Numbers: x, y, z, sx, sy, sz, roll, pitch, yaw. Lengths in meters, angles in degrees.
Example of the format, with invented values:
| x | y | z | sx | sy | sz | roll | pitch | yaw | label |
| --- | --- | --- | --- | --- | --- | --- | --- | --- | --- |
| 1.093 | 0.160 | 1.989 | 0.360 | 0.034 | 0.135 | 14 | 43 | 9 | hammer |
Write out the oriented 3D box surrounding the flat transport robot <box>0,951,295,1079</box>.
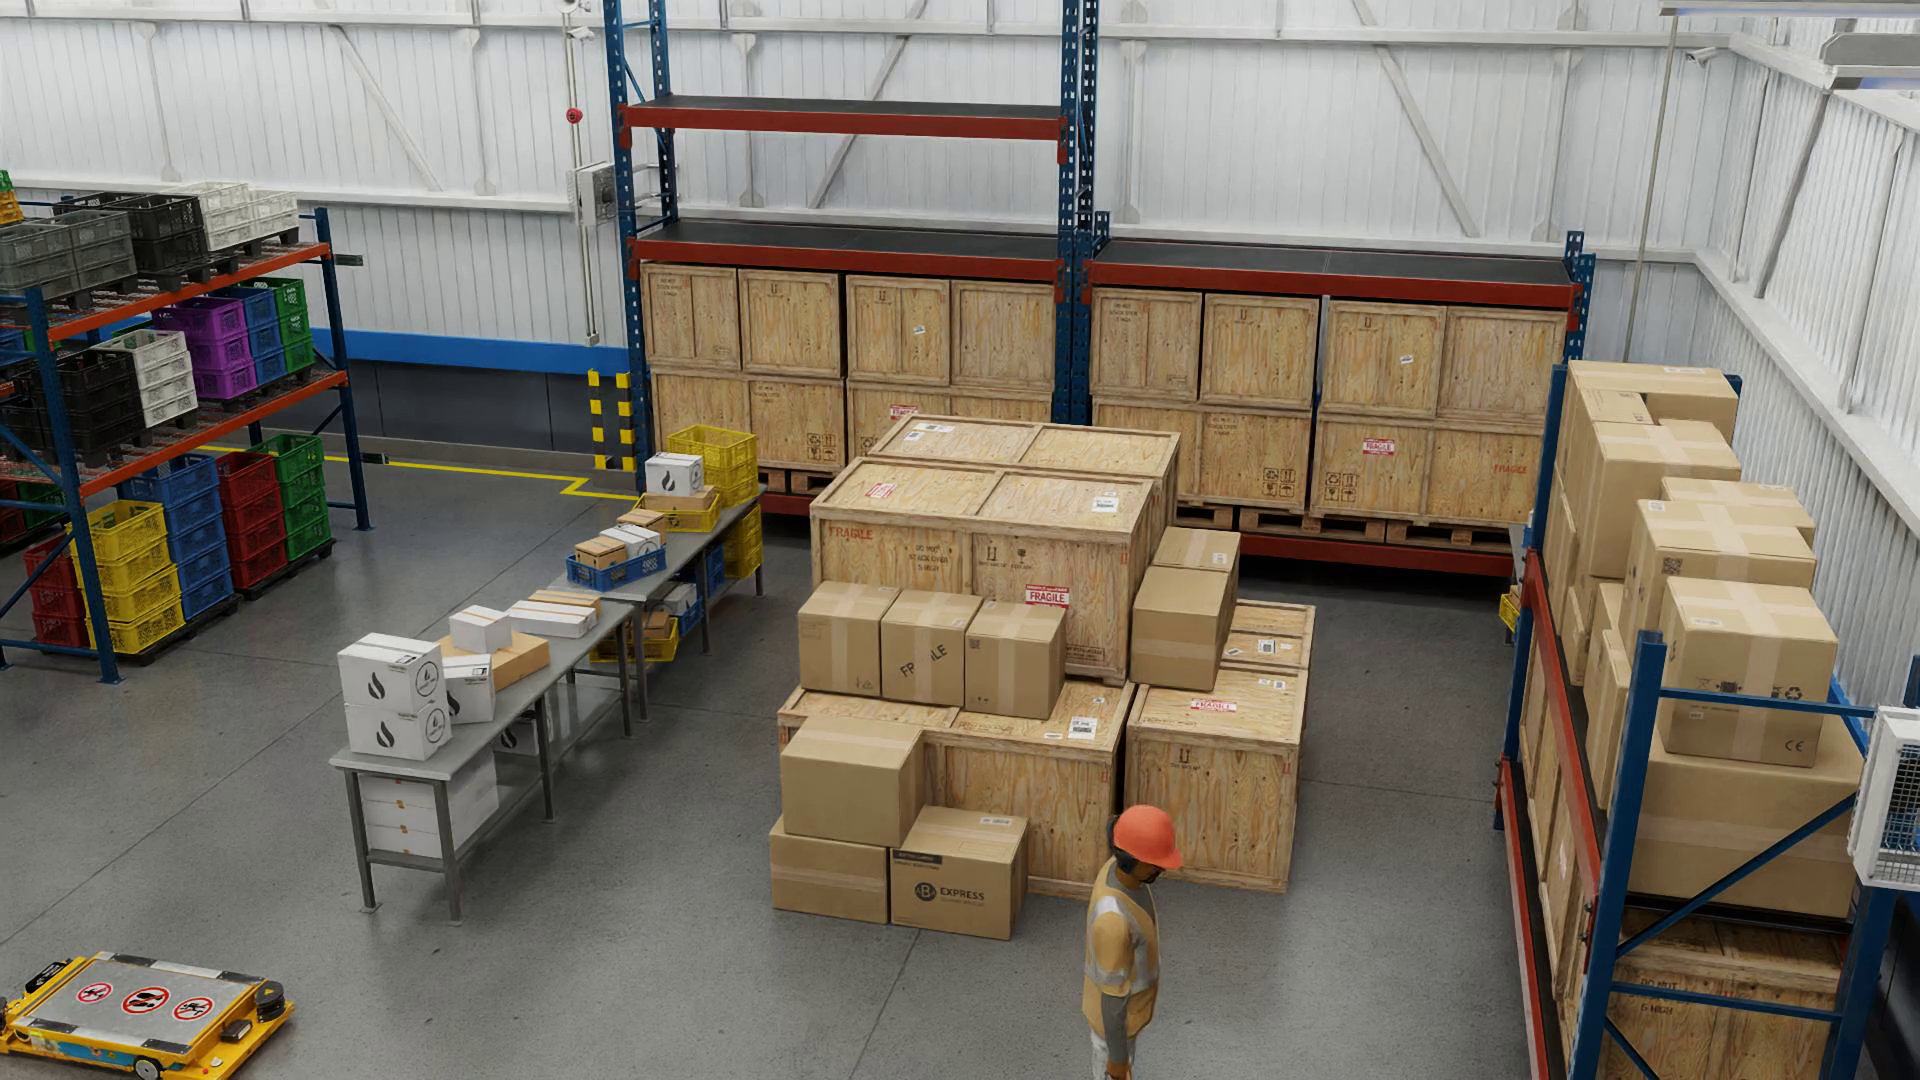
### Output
| x | y | z | sx | sy | sz | roll | pitch | yaw | label |
| --- | --- | --- | --- | --- | --- | --- | --- | --- | --- |
| -4.270 | 2.464 | 8.601 | 1.431 | 0.231 | 0.659 | 5 | 22 | 13 | flat transport robot |

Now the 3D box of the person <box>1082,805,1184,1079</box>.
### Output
| x | y | z | sx | sy | sz | roll | pitch | yaw | label |
| --- | --- | --- | --- | --- | --- | --- | --- | --- | --- |
| 0.733 | 2.046 | 7.227 | 0.400 | 2.029 | 0.612 | 4 | 21 | 9 | person |
